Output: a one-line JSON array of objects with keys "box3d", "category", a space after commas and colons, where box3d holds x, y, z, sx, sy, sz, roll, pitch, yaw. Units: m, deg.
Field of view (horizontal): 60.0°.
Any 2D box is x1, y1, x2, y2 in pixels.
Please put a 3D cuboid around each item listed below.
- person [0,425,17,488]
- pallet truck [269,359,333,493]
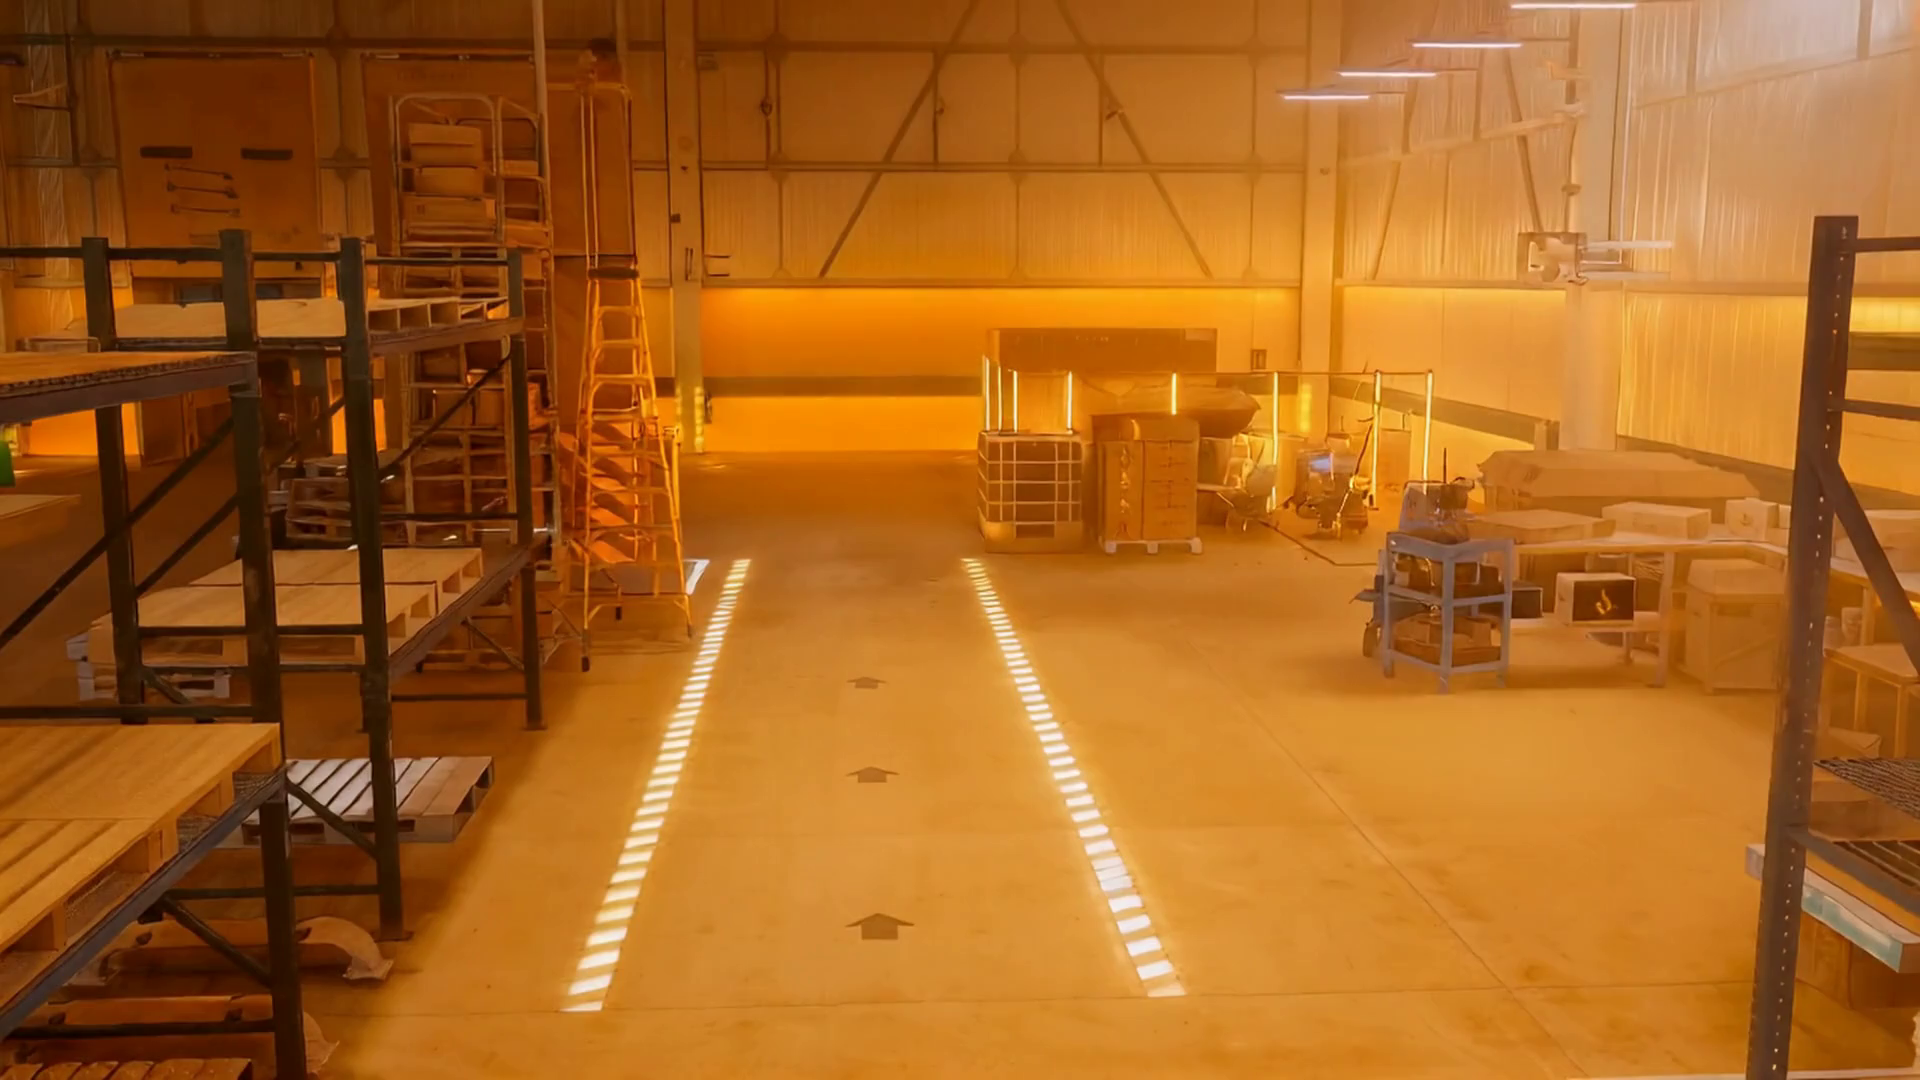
[{"box3d": [-13.127, -1.675, 22.630, 0.389, 1.930, 0.544, -8, 12, -42], "category": "person"}, {"box3d": [-7.062, -1.131, 18.996, 1.885, 1.965, 0.823, 2, 9, 13], "category": "pallet truck"}]
